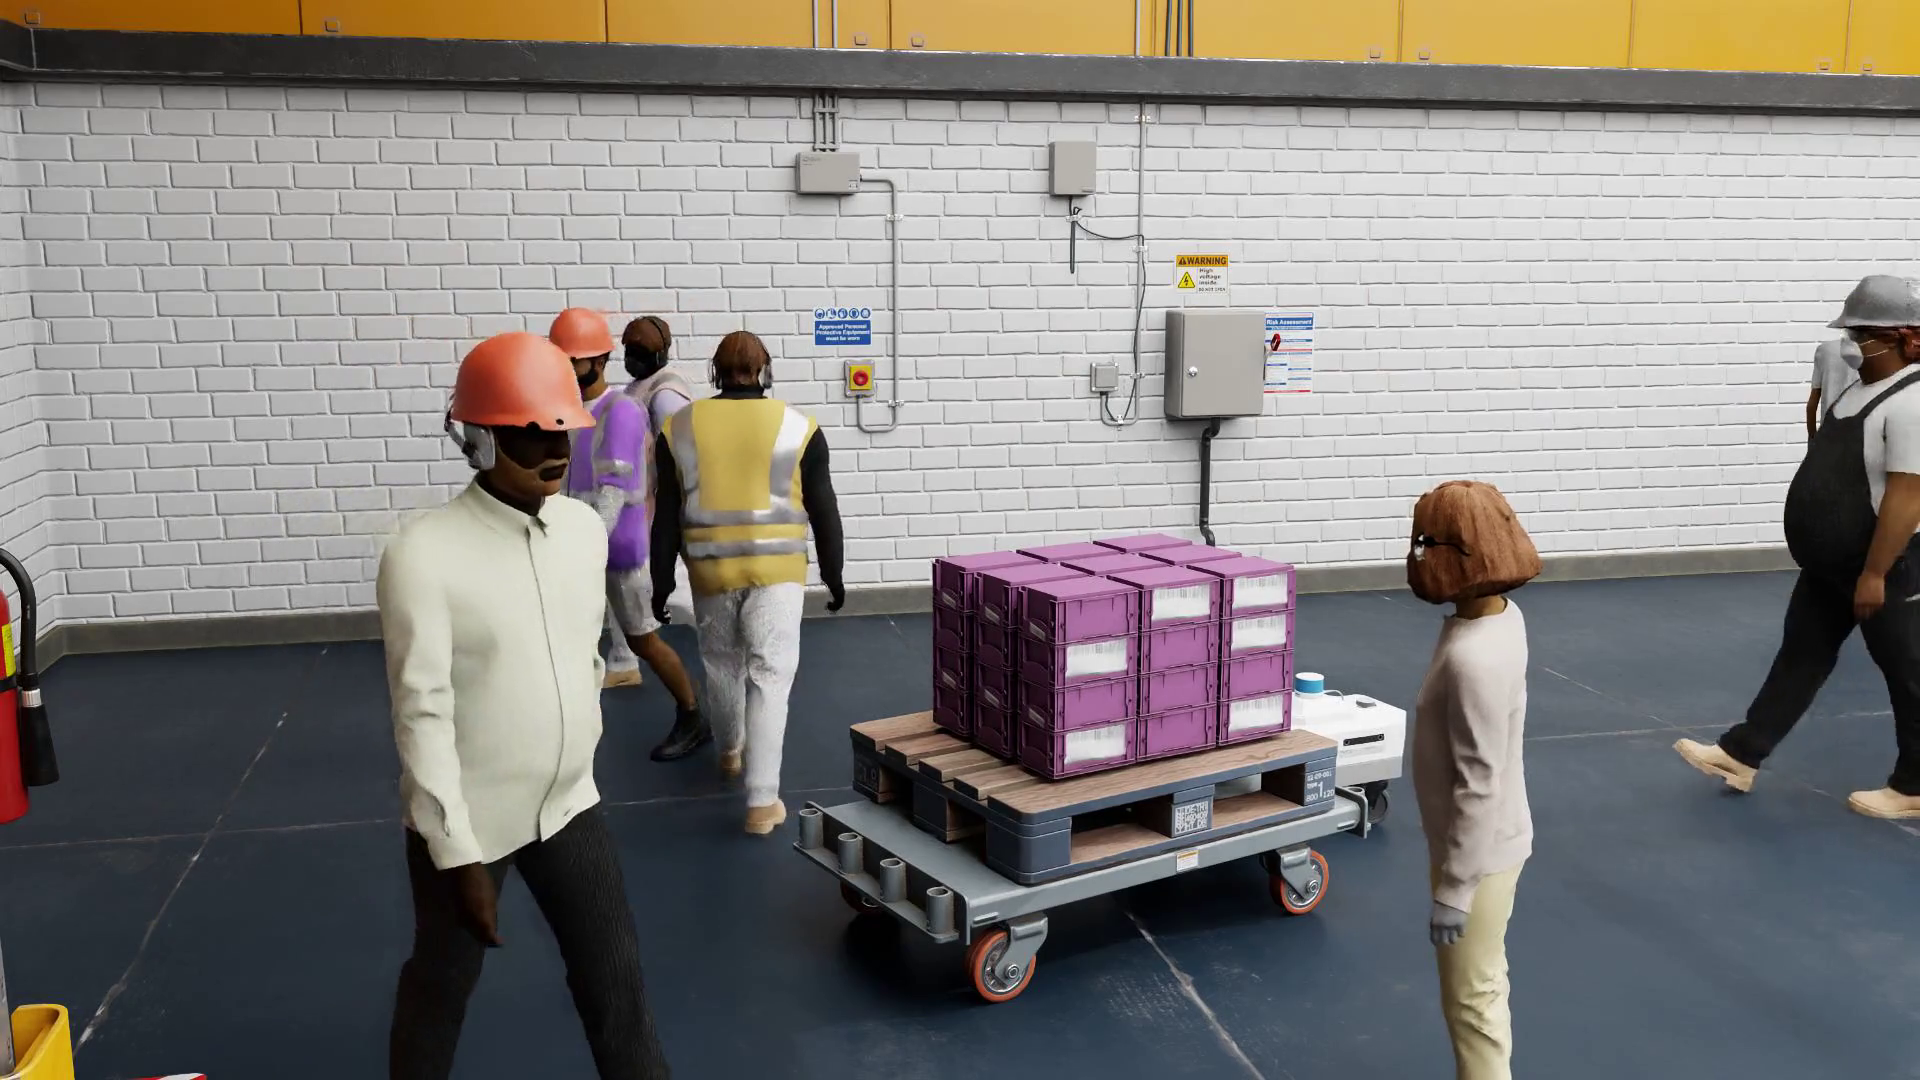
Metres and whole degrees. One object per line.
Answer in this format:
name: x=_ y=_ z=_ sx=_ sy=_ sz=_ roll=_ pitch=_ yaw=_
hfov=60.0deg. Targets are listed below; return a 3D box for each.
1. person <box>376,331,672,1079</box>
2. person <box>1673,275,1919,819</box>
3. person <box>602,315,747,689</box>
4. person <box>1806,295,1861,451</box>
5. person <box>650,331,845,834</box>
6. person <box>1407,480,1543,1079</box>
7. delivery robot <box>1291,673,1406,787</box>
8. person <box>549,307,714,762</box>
person: x=-0.849 y=0.558 z=3.392 sx=1.039 sy=1.936 sz=0.627 roll=6 pitch=12 yaw=32
person: x=3.216 y=0.020 z=6.122 sx=0.957 sy=2.000 sz=0.702 roll=1 pitch=10 yaw=7
person: x=-1.359 y=-0.151 z=7.783 sx=0.790 sy=1.809 sz=0.678 roll=-4 pitch=11 yaw=-22
person: x=5.119 y=-0.514 z=9.570 sx=0.312 sy=1.864 sz=0.536 roll=-5 pitch=11 yaw=-25
person: x=-0.778 y=0.115 z=6.265 sx=0.679 sy=1.790 sz=0.968 roll=1 pitch=10 yaw=3
person: x=1.080 y=0.682 z=3.582 sx=0.286 sy=1.632 sz=0.500 roll=4 pitch=11 yaw=20
delivery robot: x=1.268 y=0.727 z=6.059 sx=0.707 sy=0.478 sz=0.477 roll=-5 pitch=11 yaw=-24
person: x=-1.416 y=0.037 z=6.555 sx=0.544 sy=1.853 sz=1.027 roll=10 pitch=14 yaw=43
